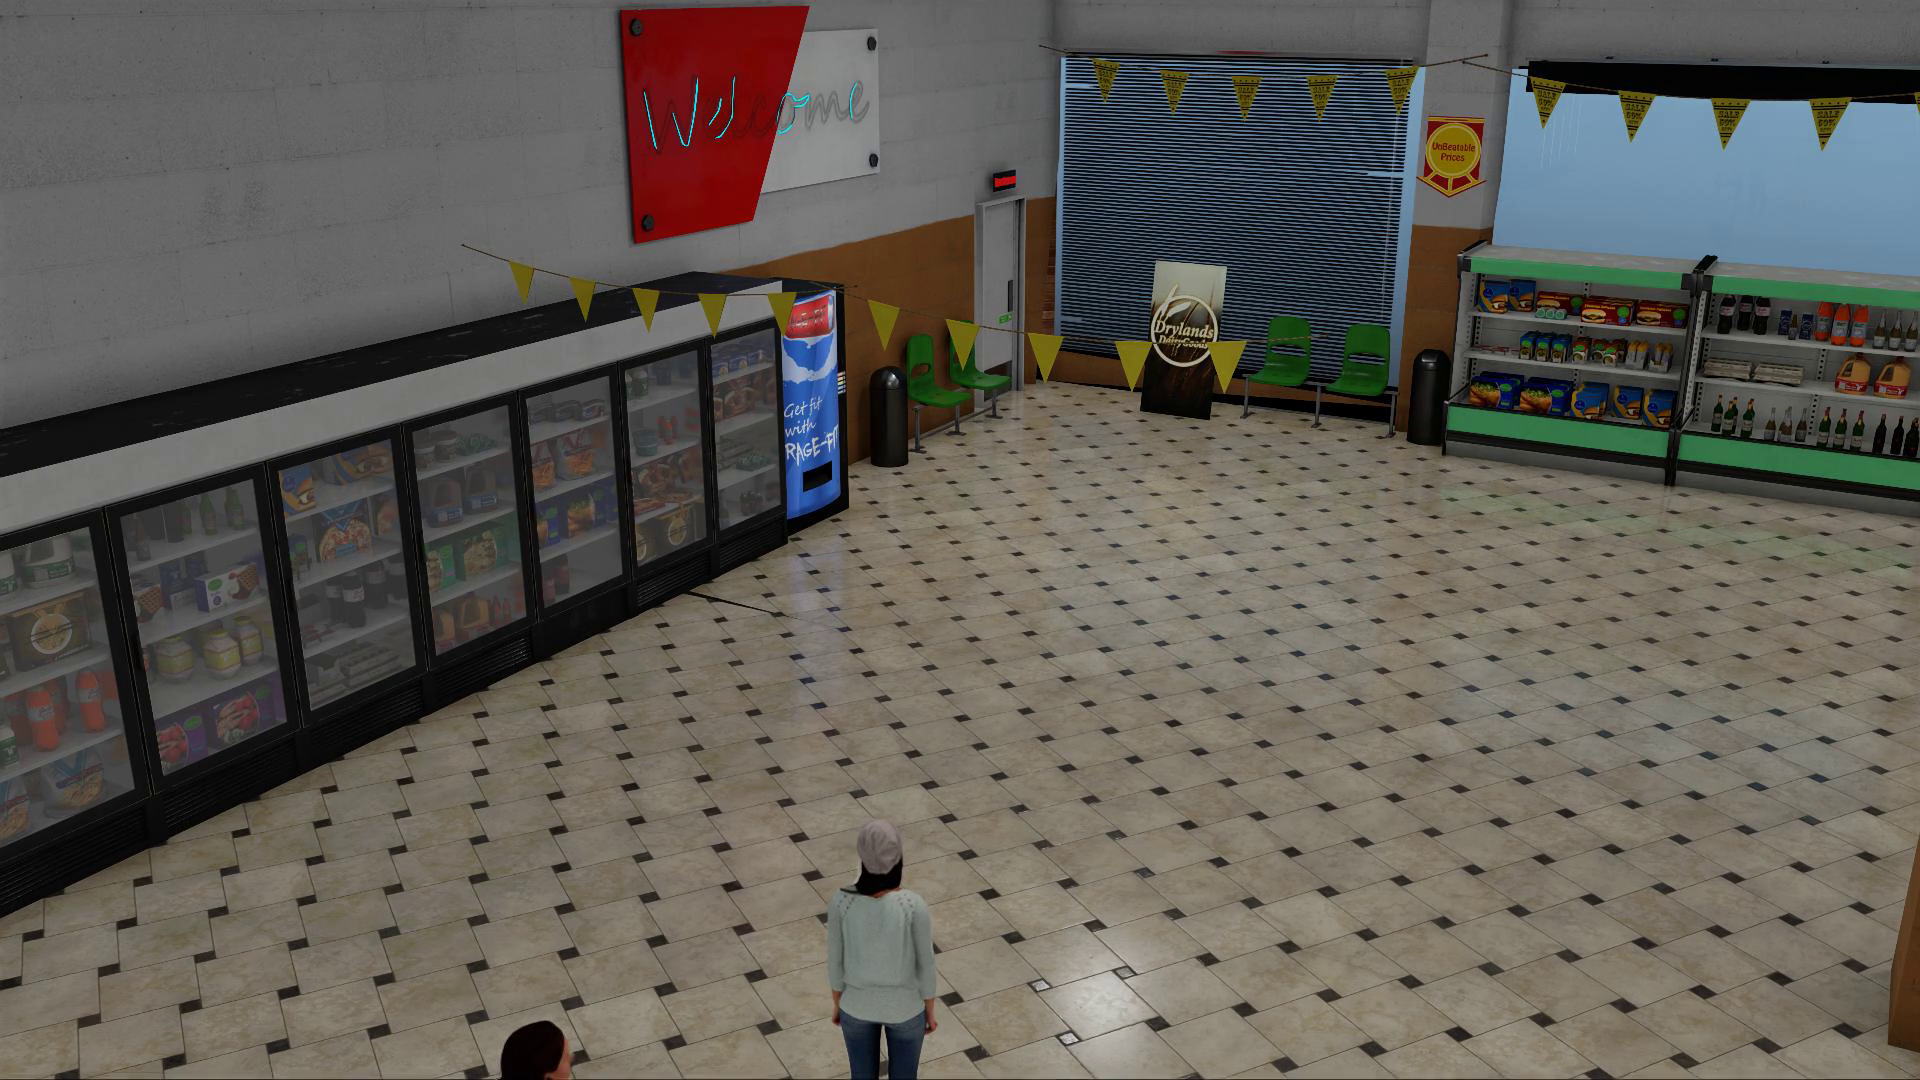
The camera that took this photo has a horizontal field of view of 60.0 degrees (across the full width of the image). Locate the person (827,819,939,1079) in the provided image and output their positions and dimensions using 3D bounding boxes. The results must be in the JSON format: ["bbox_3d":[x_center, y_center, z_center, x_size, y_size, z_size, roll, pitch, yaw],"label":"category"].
[{"bbox_3d":[-0.304,1.831,6.572,0.559,1.645,0.700,2,19,7],"label":"person"}]

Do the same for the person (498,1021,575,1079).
[{"bbox_3d":[-1.277,2.269,5.159,0.521,1.716,0.713,9,20,24],"label":"person"}]
